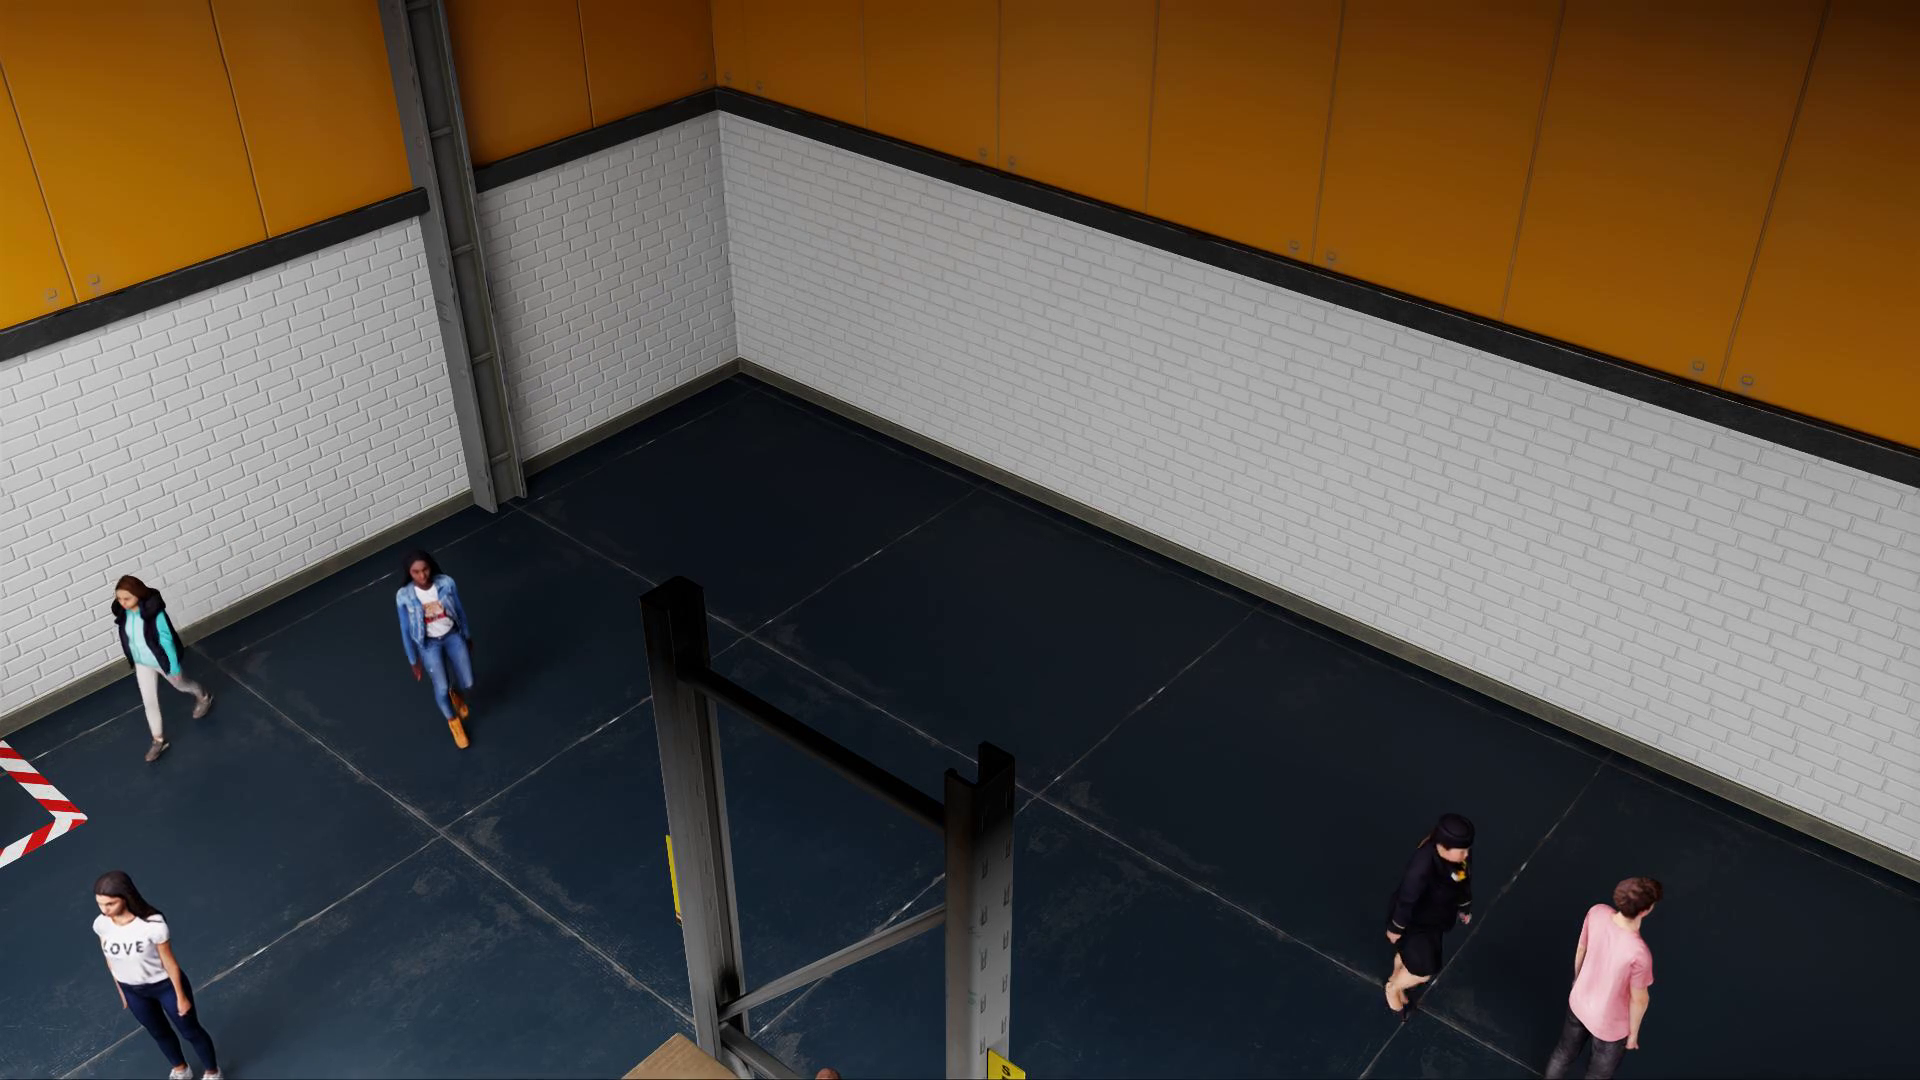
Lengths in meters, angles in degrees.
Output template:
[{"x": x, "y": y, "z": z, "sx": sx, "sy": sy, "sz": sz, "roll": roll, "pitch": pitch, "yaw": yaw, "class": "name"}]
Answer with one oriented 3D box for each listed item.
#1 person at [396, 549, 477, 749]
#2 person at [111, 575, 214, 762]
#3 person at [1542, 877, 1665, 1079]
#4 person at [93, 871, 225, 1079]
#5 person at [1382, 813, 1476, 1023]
[{"x": -3.822, "y": 0.737, "z": 12.146, "sx": 0.743, "sy": 1.703, "sz": 0.812, "roll": -19, "pitch": 38, "yaw": -26, "class": "person"}, {"x": -5.846, "y": 0.833, "z": 12.219, "sx": 0.885, "sy": 1.461, "sz": 1.069, "roll": 6, "pitch": 34, "yaw": 9, "class": "person"}, {"x": 3.515, "y": 2.582, "z": 9.139, "sx": 0.687, "sy": 1.958, "sz": 0.704, "roll": -15, "pitch": 36, "yaw": -21, "class": "person"}, {"x": -4.536, "y": 2.520, "z": 9.399, "sx": 0.655, "sy": 1.774, "sz": 0.682, "roll": 2, "pitch": 34, "yaw": 4, "class": "person"}, {"x": 2.708, "y": 2.205, "z": 9.984, "sx": 0.619, "sy": 1.651, "sz": 0.782, "roll": -28, "pitch": 42, "yaw": -35, "class": "person"}]
